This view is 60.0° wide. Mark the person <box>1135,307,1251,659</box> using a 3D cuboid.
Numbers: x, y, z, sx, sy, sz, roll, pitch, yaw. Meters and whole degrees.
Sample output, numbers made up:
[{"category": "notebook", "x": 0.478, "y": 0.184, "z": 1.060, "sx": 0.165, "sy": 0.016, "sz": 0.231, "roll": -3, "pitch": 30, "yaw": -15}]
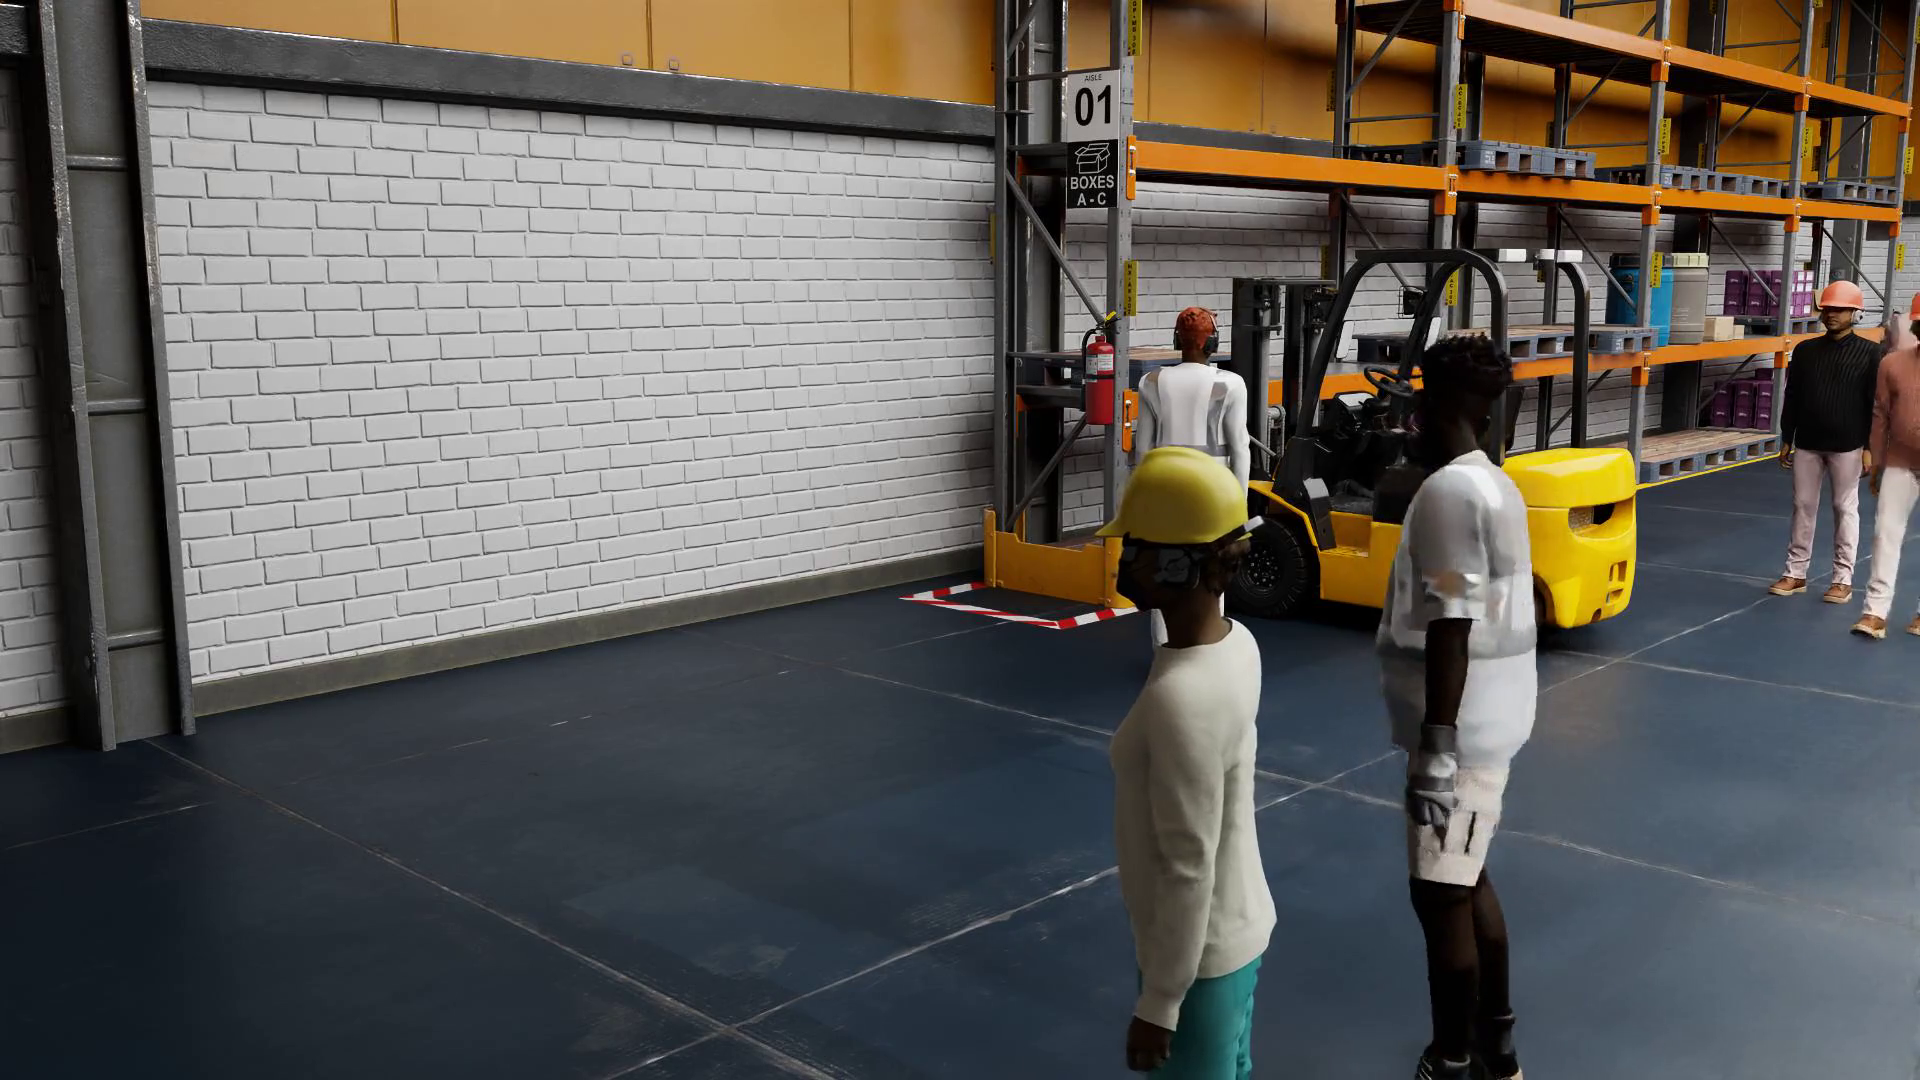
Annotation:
[{"category": "person", "x": 1.164, "y": -0.215, "z": 8.311, "sx": 0.584, "sy": 1.882, "sz": 0.349, "roll": 4, "pitch": 10, "yaw": 25}]

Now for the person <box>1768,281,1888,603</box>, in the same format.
[{"category": "person", "x": 5.430, "y": -0.612, "z": 10.396, "sx": 0.375, "sy": 1.997, "sz": 0.612, "roll": -7, "pitch": 12, "yaw": -39}]

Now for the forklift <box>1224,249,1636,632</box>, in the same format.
[{"category": "forklift", "x": 2.710, "y": -0.584, "z": 9.626, "sx": 2.313, "sy": 2.155, "sz": 1.214, "roll": 9, "pitch": 13, "yaw": 43}]

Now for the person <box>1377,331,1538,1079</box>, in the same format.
[{"category": "person", "x": 1.188, "y": 0.470, "z": 4.016, "sx": 0.369, "sy": 1.923, "sz": 0.701, "roll": 4, "pitch": 10, "yaw": 24}]

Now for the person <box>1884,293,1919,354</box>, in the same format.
[{"category": "person", "x": 10.578, "y": -1.830, "z": 18.438, "sx": 0.642, "sy": 1.805, "sz": 0.829, "roll": 8, "pitch": 12, "yaw": 41}]

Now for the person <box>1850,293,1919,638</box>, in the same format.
[{"category": "person", "x": 5.296, "y": -0.398, "z": 9.181, "sx": 0.919, "sy": 1.958, "sz": 0.640, "roll": -9, "pitch": 13, "yaw": -44}]

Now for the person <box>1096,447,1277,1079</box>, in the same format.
[{"category": "person", "x": 0.391, "y": 0.717, "z": 2.956, "sx": 0.322, "sy": 1.769, "sz": 0.523, "roll": 3, "pitch": 10, "yaw": 17}]
